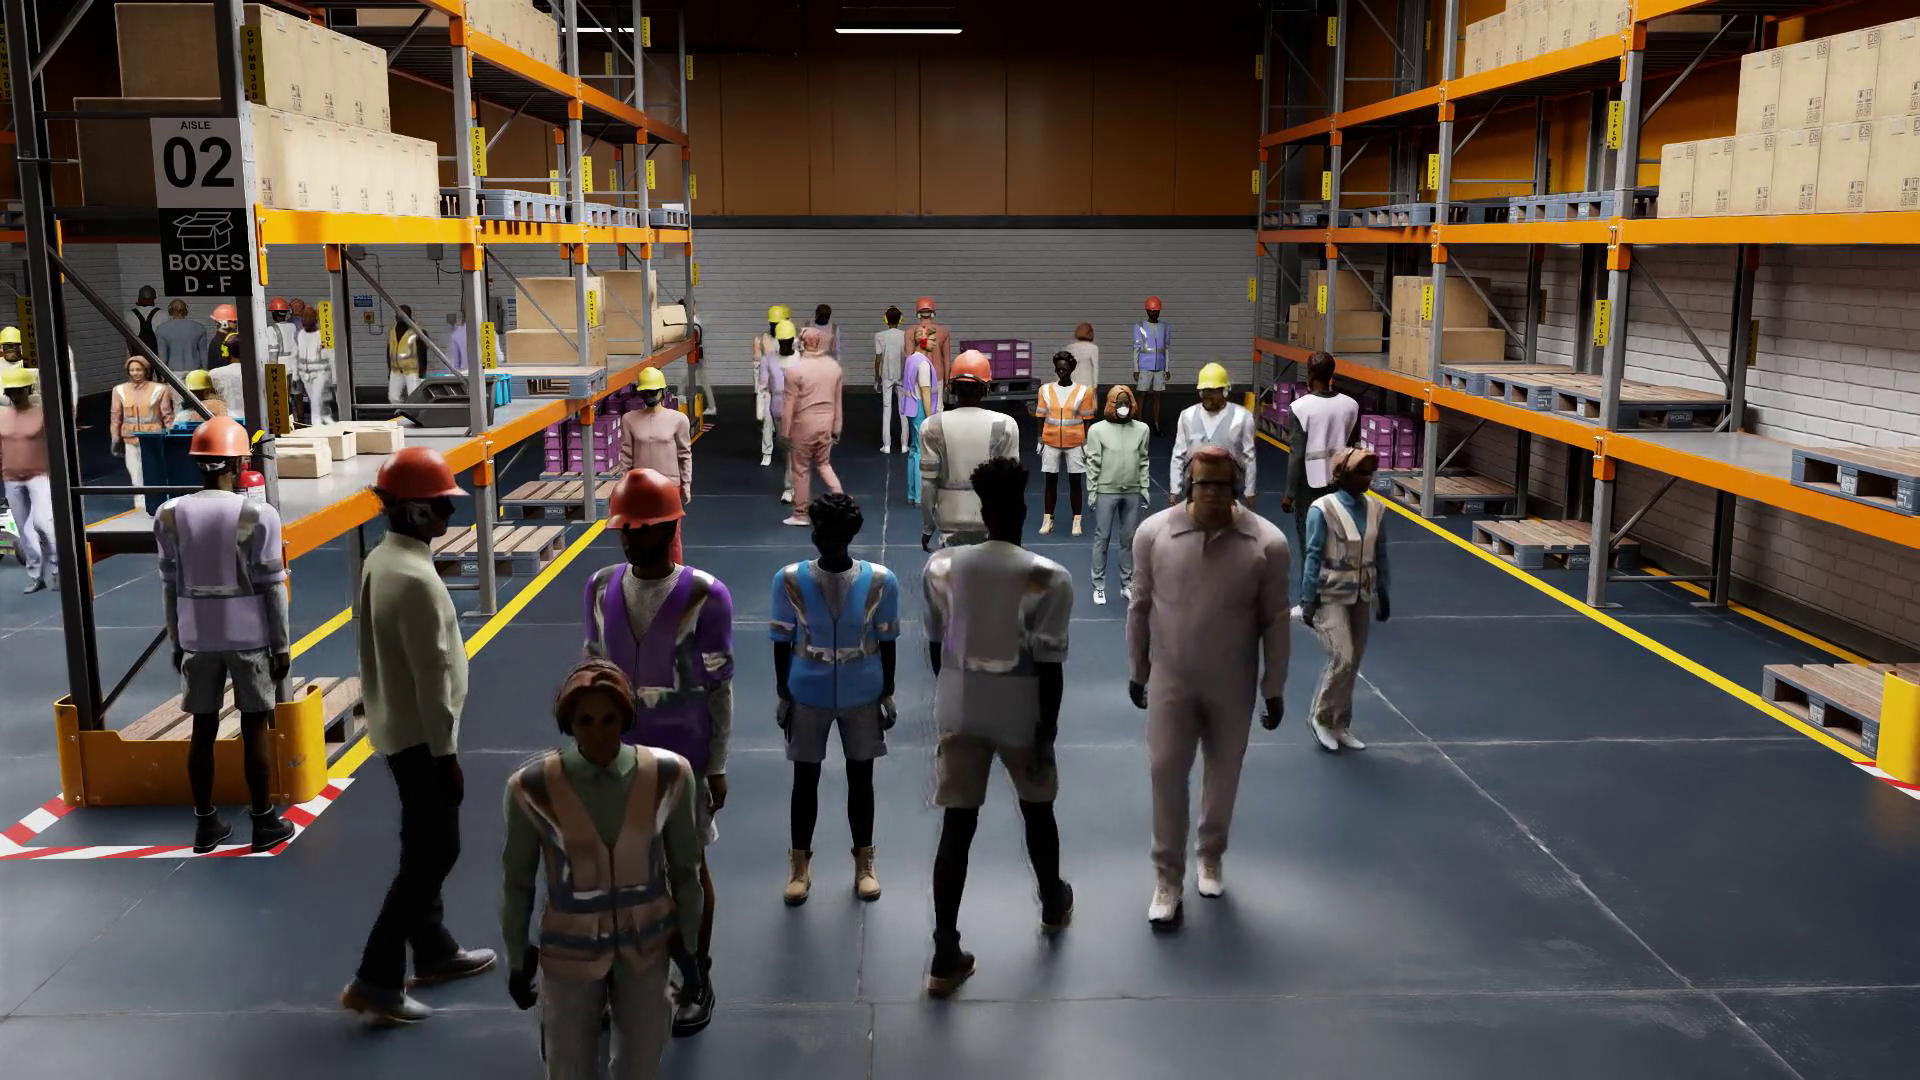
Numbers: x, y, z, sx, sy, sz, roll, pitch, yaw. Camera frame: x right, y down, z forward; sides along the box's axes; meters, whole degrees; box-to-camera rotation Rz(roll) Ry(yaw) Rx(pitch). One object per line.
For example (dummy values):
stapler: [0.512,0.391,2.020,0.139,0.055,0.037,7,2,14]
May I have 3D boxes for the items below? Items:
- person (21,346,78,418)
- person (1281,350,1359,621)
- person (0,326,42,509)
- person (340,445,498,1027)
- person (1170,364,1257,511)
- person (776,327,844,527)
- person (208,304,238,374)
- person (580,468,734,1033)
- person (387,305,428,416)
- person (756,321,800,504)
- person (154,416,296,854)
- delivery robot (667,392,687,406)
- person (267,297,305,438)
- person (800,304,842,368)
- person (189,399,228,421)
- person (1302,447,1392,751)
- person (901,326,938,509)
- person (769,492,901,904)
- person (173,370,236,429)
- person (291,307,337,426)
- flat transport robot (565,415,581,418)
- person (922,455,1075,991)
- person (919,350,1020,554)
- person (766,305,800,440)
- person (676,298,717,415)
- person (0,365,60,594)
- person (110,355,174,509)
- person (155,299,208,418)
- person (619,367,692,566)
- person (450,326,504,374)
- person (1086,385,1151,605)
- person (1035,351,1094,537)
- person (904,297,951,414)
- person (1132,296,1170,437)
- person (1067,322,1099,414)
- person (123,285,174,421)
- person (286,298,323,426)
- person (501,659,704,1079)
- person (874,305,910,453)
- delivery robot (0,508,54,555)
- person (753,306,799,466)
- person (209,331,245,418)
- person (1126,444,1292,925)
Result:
person: [-9.922,-1.497,18.063,0.647,1.911,0.840,-2,10,-12]
person: [2.560,-0.379,11.803,0.597,1.916,0.371,-5,12,-28]
person: [-9.484,-1.228,16.754,0.593,1.837,0.404,-2,10,-12]
person: [-1.911,0.664,5.809,0.477,1.996,0.627,-6,12,-31]
person: [1.808,-0.382,12.170,0.608,1.787,0.888,5,11,26]
person: [-1.389,-1.045,15.582,0.670,1.892,0.631,-10,14,-44]
person: [-8.101,-1.609,18.446,0.402,1.990,0.622,-5,11,-26]
person: [-1.035,0.716,5.639,0.543,1.940,0.361,2,10,12]
person: [-7.597,-2.315,22.843,0.649,1.822,0.447,3,11,17]
person: [-1.802,-1.337,17.269,0.611,1.873,1.010,1,10,5]
person: [-3.210,0.421,7.323,0.542,1.932,0.384,0,10,-2]
delivery robot: [-4.362,-2.000,24.369,0.477,0.478,0.707,9,13,41]
person: [-9.060,-2.273,22.295,0.374,1.939,0.545,5,11,26]
person: [-1.993,-2.475,23.793,0.630,1.808,0.635,0,10,1]
person: [-5.016,-0.134,11.226,0.505,1.631,0.278,9,14,42]
person: [2.036,0.322,8.714,0.535,1.621,0.382,-6,12,-31]
person: [-0.396,-1.232,16.757,0.378,1.842,0.569,-3,11,-16]
person: [-0.504,0.637,6.762,0.536,1.694,0.322,-1,10,-5]
person: [-5.875,-0.482,12.991,0.496,1.697,0.923,1,10,3]
person: [-8.492,-2.155,21.958,0.555,1.838,1.007,2,10,11]
flat transport robot: [-5.376,-1.832,24.483,1.431,0.197,0.652,2,10,10]
person: [0.132,0.642,6.157,0.603,1.907,0.969,3,11,18]
person: [0.062,-0.111,9.955,0.605,2.045,0.377,1,10,4]
person: [-2.373,-2.266,22.553,0.601,1.830,0.403,1,10,4]
person: [-4.211,-2.825,25.717,0.947,1.806,0.611,1,10,6]
person: [-7.114,-0.452,12.659,0.532,1.755,0.383,-1,10,-4]
person: [-7.649,-0.915,15.586,0.538,1.629,0.427,-2,10,-9]
person: [-10.207,-2.197,21.869,0.632,1.940,0.372,-8,13,-37]
person: [-2.252,-0.395,12.314,0.533,1.767,0.321,0,10,1]
person: [-6.152,-2.077,21.349,0.636,1.883,0.996,3,11,15]
person: [1.178,-0.336,12.352,0.508,1.632,0.270,-3,11,-17]
person: [0.947,-0.877,15.194,0.535,1.697,0.318,2,10,13]
person: [-0.416,-2.030,20.788,0.616,1.990,0.393,-3,11,-18]
person: [2.644,-2.376,22.869,0.552,1.937,0.356,-3,11,-16]
person: [1.613,-2.075,22.086,0.504,1.622,0.456,8,13,37]
person: [-12.049,-2.778,24.823,0.683,2.000,0.538,-2,10,-13]
person: [-9.096,-2.373,22.944,0.408,1.909,0.642,9,13,40]
person: [-0.950,1.095,4.422,0.514,1.623,0.436,-4,11,-21]
person: [-0.844,-2.040,21.178,0.515,1.876,0.328,-2,10,-8]
delivery robot: [-7.825,-0.140,14.004,0.477,0.478,0.707,3,10,16]
person: [-2.173,-1.835,19.892,0.592,1.923,0.381,-1,10,-7]
person: [-6.543,-0.956,15.155,0.534,1.868,0.315,-5,11,-24]
person: [0.972,0.570,6.582,0.664,1.877,0.825,2,10,10]
